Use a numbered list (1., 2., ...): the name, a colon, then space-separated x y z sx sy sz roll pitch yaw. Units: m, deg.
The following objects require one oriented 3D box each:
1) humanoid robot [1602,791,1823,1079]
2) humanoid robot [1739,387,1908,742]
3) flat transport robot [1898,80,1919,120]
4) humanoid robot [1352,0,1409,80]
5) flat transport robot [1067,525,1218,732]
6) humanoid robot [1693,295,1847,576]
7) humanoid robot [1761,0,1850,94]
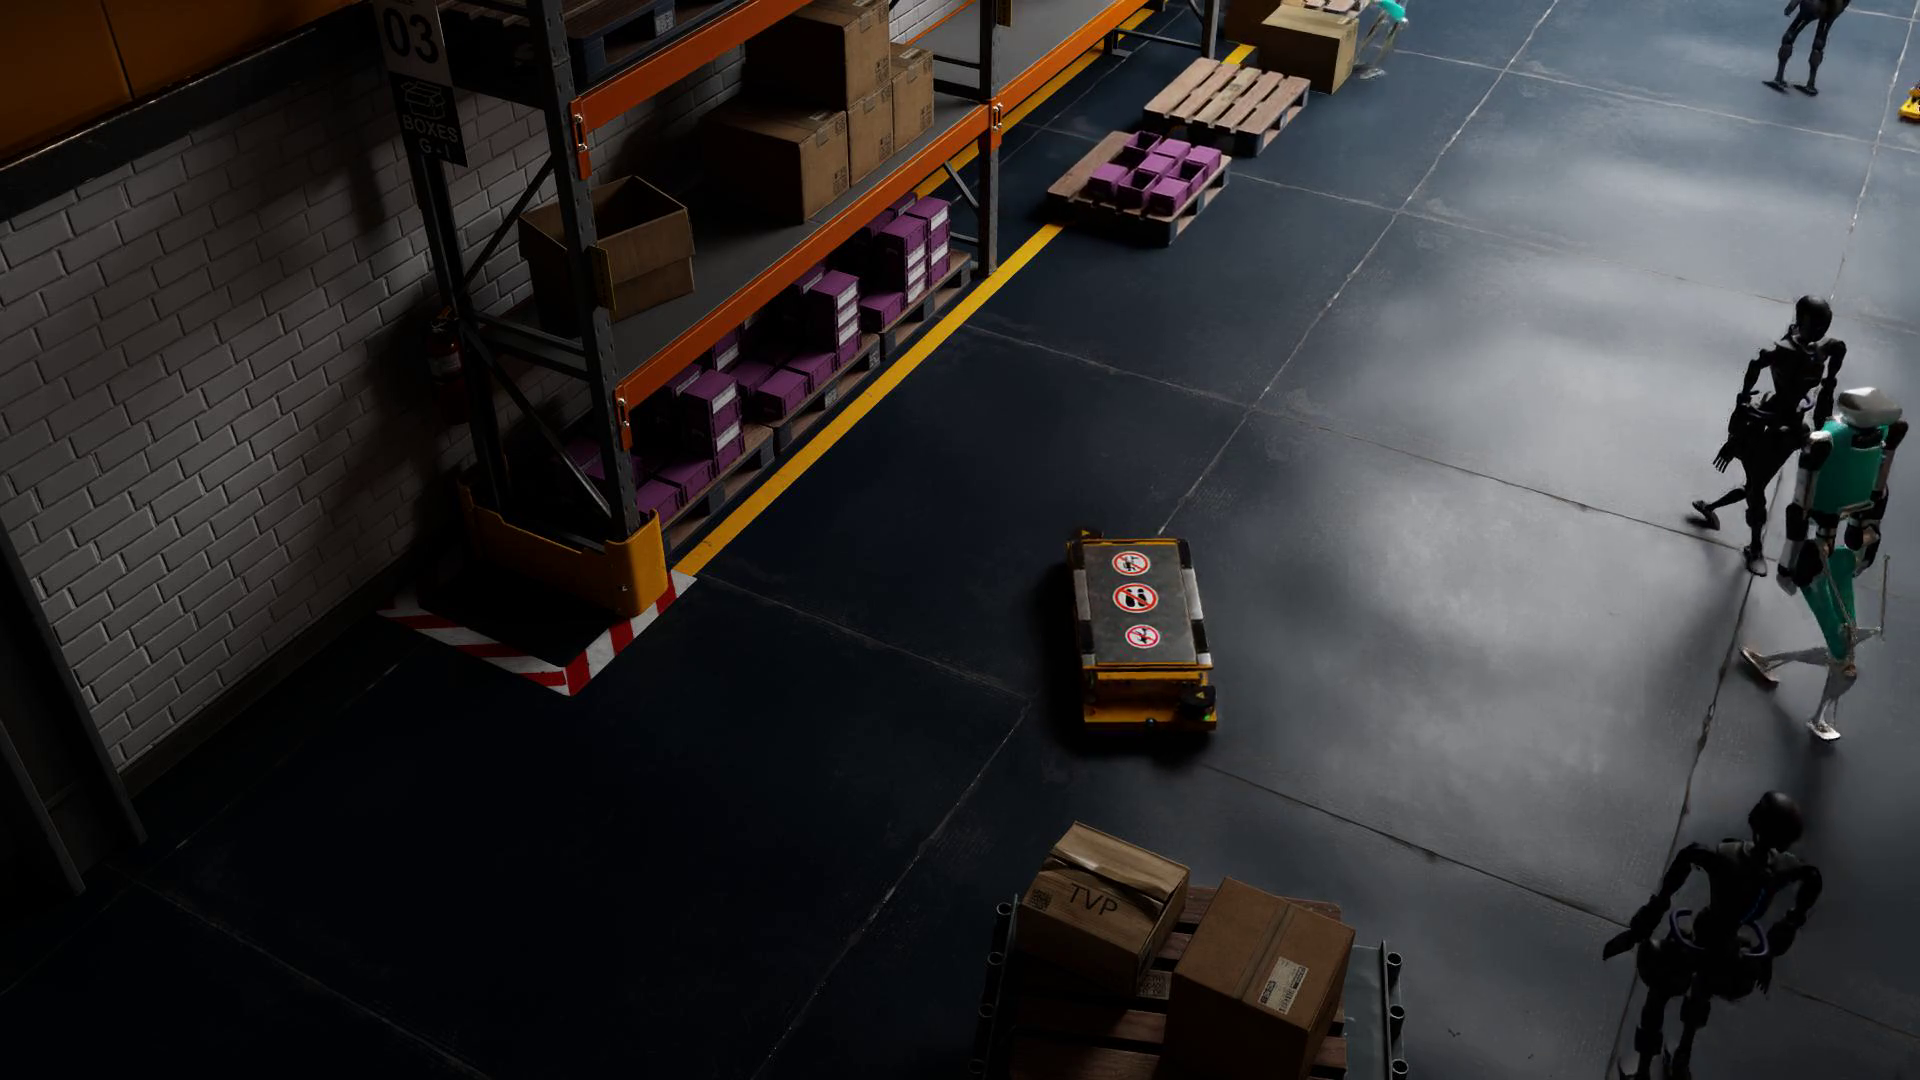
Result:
1. humanoid robot: 2.750 1.510 6.211 0.616 1.649 0.395 4 39 5
2. humanoid robot: 4.204 0.212 7.804 0.544 1.790 0.843 -12 40 -14
3. flat transport robot: 8.444 -3.773 13.936 0.659 0.231 1.431 28 46 30
4. humanoid robot: 3.553 -4.717 13.872 0.722 1.715 0.536 -12 40 -14
5. flat transport robot: 0.926 0.438 8.672 0.659 0.231 1.431 0 39 0
6. humanoid robot: 4.359 -0.608 8.901 0.613 1.644 0.623 -7 39 -8
7. humanoid robot: 7.158 -4.518 13.743 0.583 1.654 0.378 -15 41 -18
